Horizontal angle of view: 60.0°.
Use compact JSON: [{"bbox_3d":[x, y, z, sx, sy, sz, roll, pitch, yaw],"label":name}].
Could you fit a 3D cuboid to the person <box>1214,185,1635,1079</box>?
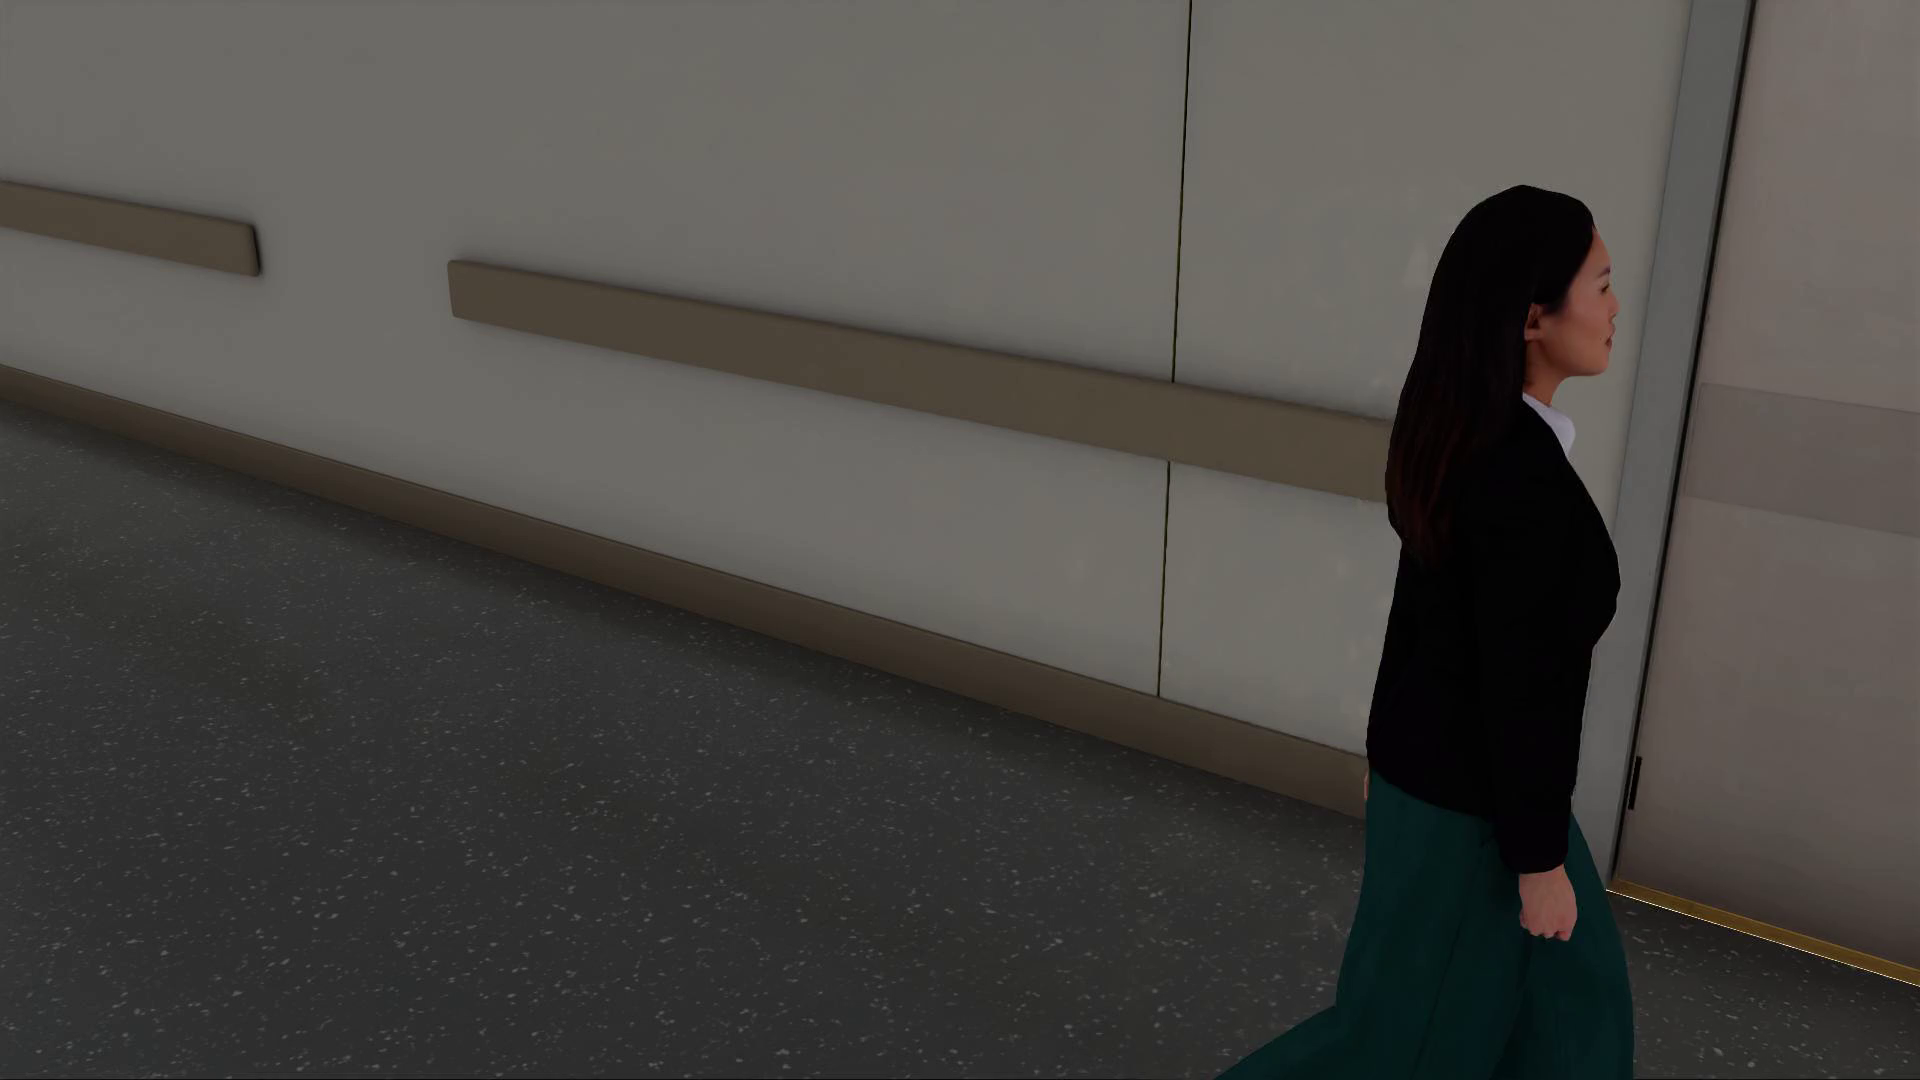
[{"bbox_3d":[0.596,0.414,2.275,1.012,1.705,1.127,3,21,7],"label":"person"}]
